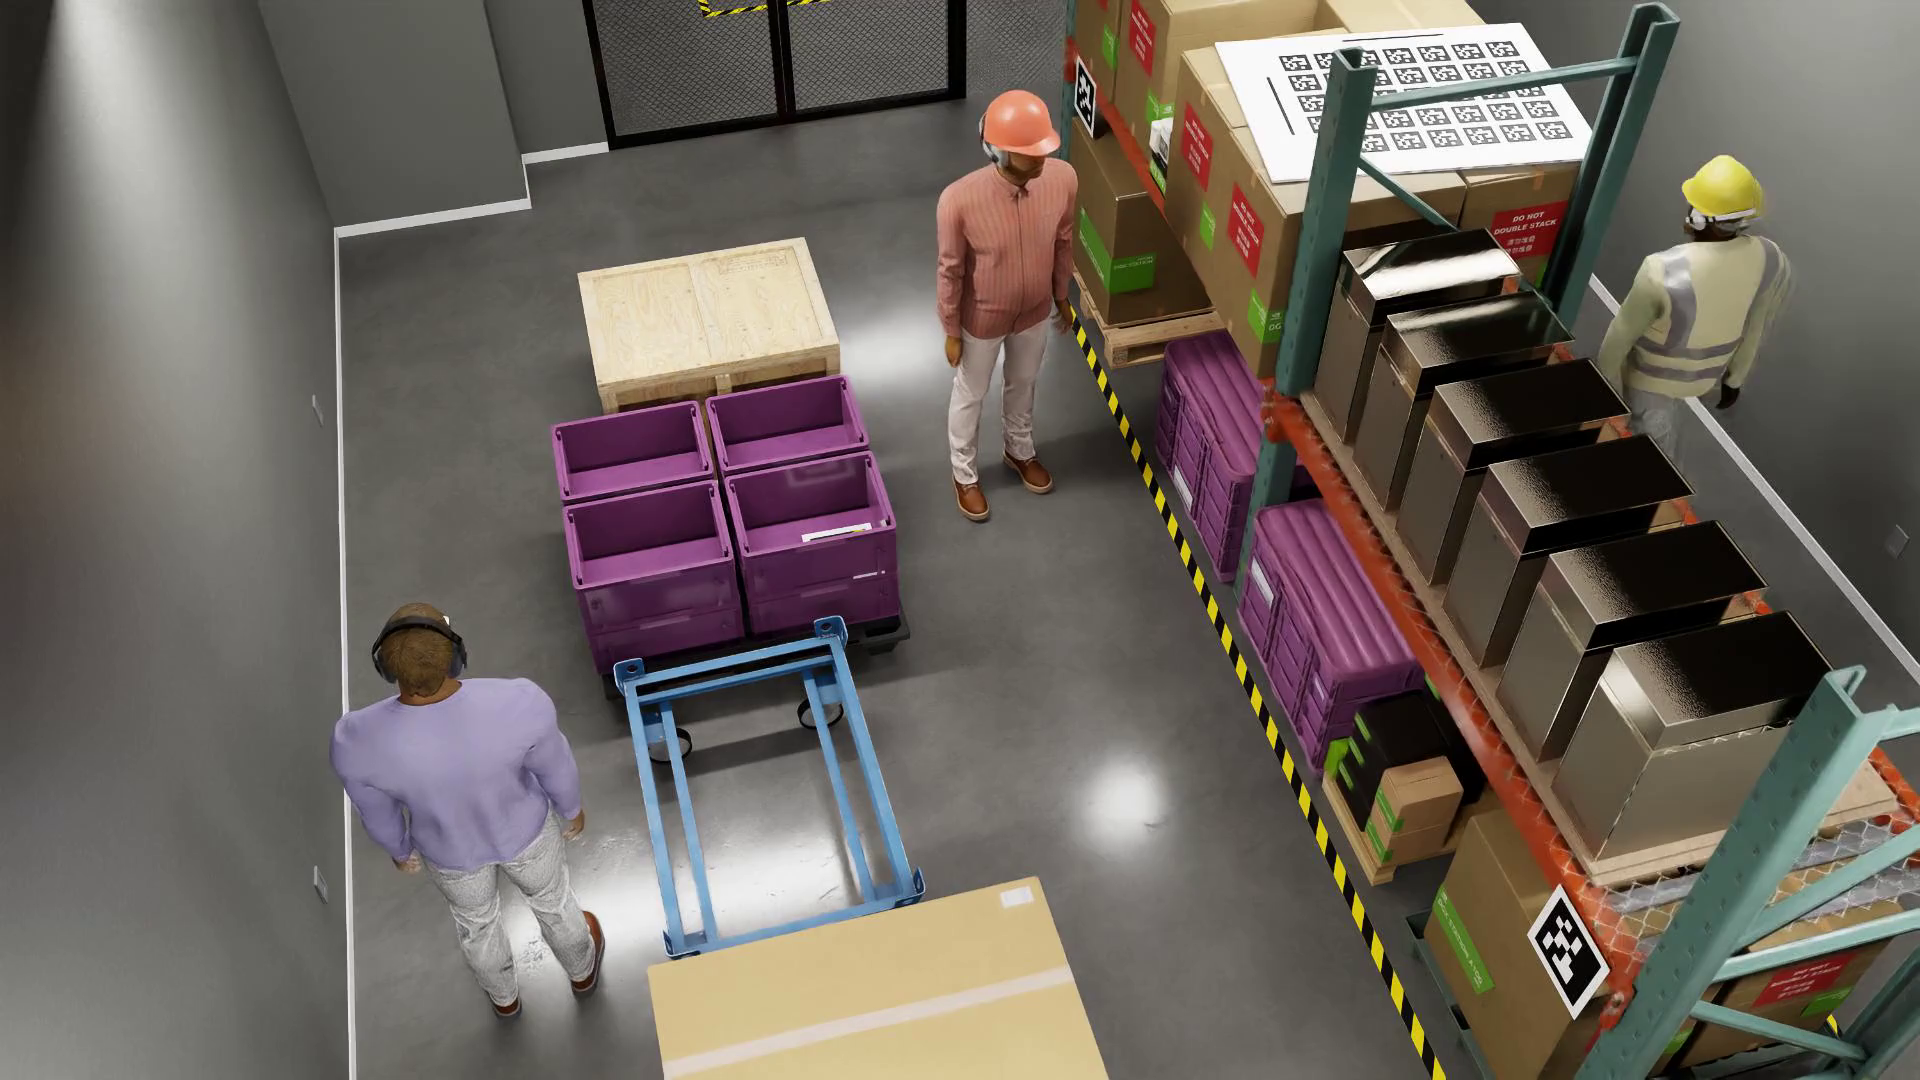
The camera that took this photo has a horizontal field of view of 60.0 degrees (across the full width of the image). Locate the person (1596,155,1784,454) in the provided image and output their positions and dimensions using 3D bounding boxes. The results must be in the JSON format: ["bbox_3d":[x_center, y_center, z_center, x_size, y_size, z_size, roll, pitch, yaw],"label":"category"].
[{"bbox_3d":[2.854,-0.664,6.608,0.604,1.782,0.953,-13,49,-12],"label":"person"}]

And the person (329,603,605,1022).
[{"bbox_3d":[-1.456,0.870,5.087,0.633,1.939,0.368,-13,49,-12],"label":"person"}]

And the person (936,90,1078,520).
[{"bbox_3d":[0.192,-0.928,6.700,0.612,1.997,0.379,-21,51,-18],"label":"person"}]
